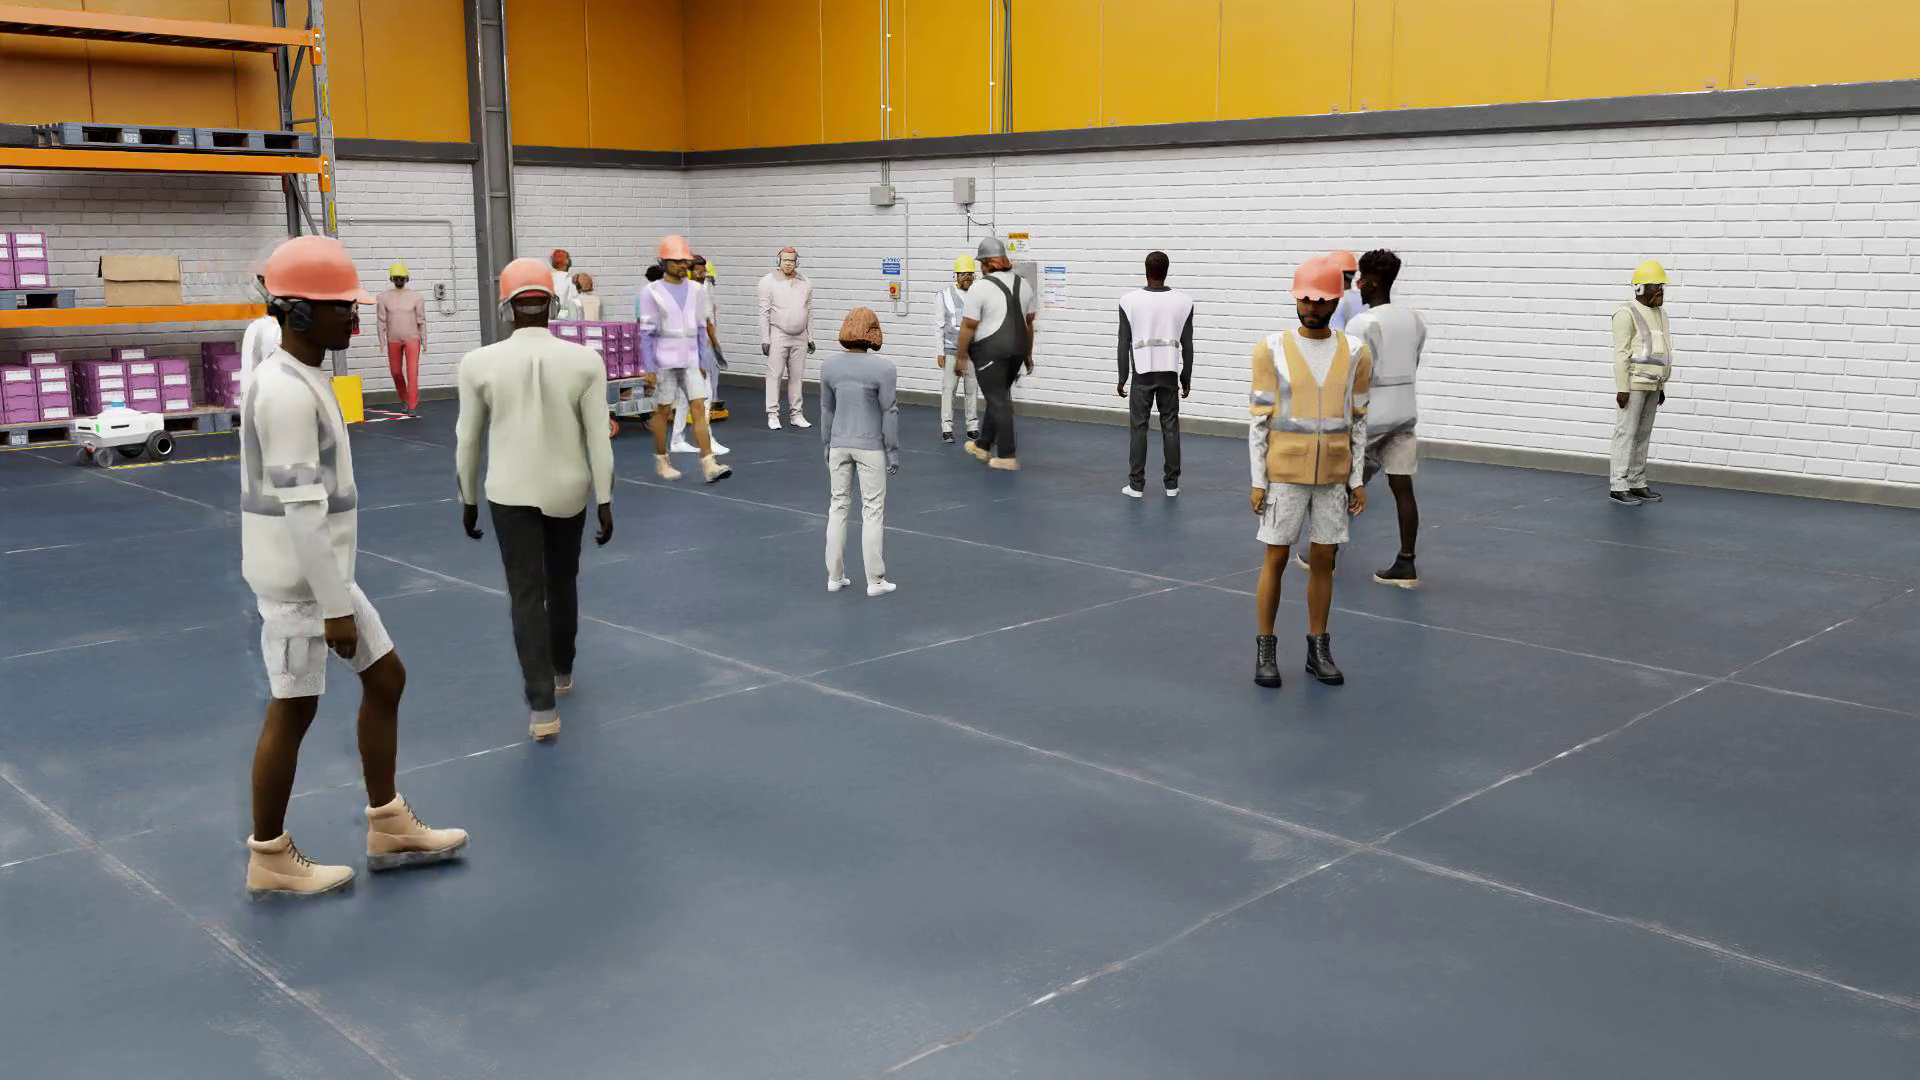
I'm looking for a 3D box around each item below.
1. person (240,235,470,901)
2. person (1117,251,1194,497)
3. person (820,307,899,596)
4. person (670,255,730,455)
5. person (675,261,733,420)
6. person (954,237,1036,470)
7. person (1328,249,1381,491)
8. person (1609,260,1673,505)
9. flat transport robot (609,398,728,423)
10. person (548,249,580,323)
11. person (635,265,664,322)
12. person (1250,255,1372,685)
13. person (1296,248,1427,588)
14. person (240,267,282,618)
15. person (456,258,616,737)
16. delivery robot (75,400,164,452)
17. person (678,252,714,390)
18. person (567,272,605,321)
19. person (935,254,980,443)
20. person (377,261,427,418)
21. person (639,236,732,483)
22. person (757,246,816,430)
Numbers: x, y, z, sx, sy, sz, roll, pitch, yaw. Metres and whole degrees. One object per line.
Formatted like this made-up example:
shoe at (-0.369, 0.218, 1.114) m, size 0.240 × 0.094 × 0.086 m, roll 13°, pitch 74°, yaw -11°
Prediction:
person at (-1.852, 0.101, 5.058) m, size 0.815 × 2.011 × 0.654 m, roll -3°, pitch 11°, yaw -15°
person at (1.528, -1.286, 12.956) m, size 0.603 × 1.904 × 0.411 m, roll -1°, pitch 10°, yaw -8°
person at (-0.569, -0.501, 9.417) m, size 0.497 × 1.626 × 0.288 m, roll 5°, pitch 12°, yaw 27°
person at (-2.385, -1.701, 15.401) m, size 0.799 × 1.835 × 0.492 m, roll 3°, pitch 11°, yaw 16°
person at (-2.871, -2.176, 18.250) m, size 0.738 × 1.753 × 0.532 m, roll 1°, pitch 10°, yaw 7°
person at (0.219, -1.659, 14.590) m, size 0.711 × 2.000 × 0.944 m, roll -9°, pitch 14°, yaw -41°
person at (3.057, -1.312, 13.053) m, size 0.569 × 1.917 × 0.567 m, roll 10°, pitch 14°, yaw 43°
person at (5.156, -1.185, 12.575) m, size 0.594 × 1.832 × 0.404 m, roll -8°, pitch 13°, yaw -39°
flat transport robot at (-3.323, -1.447, 18.263) m, size 1.431 × 0.197 × 0.652 m, roll 5°, pitch 12°, yaw 26°
person at (-4.668, -2.496, 19.654) m, size 0.605 × 1.855 × 0.678 m, roll 5°, pitch 11°, yaw 23°
person at (-3.551, -2.382, 19.517) m, size 0.540 × 1.674 × 0.649 m, roll 0°, pitch 10°, yaw 1°
person at (1.571, -0.298, 7.462) m, size 0.547 × 1.934 × 0.376 m, roll -1°, pitch 10°, yaw -5°
person at (2.385, -0.719, 9.728) m, size 0.603 × 1.932 × 0.906 m, roll -6°, pitch 12°, yaw -28°
person at (-3.538, -0.523, 8.741) m, size 0.447 × 1.910 × 0.557 m, roll -7°, pitch 12°, yaw -33°
person at (-1.774, -0.199, 6.955) m, size 0.626 × 1.934 × 1.045 m, roll -4°, pitch 11°, yaw -20°
delivery robot at (-7.474, -1.001, 14.803) m, size 0.477 × 0.478 × 0.707 m, roll 5°, pitch 12°, yaw 27°
person at (-2.911, -2.185, 17.926) m, size 0.412 × 1.867 × 0.623 m, roll 10°, pitch 14°, yaw 43°
person at (-4.189, -2.223, 18.875) m, size 0.736 × 1.620 × 0.548 m, roll 9°, pitch 13°, yaw 39°
person at (0.041, -1.868, 16.294) m, size 0.588 × 1.835 × 0.404 m, roll -4°, pitch 11°, yaw -19°
person at (-6.271, -2.270, 18.739) m, size 0.525 × 1.740 × 0.771 m, roll -2°, pitch 11°, yaw -12°
person at (-2.239, -1.437, 13.467) m, size 0.644 × 2.002 × 0.993 m, roll -8°, pitch 13°, yaw -38°
person at (-1.796, -2.115, 17.455) m, size 0.643 × 1.905 × 0.399 m, roll -7°, pitch 12°, yaw -33°
